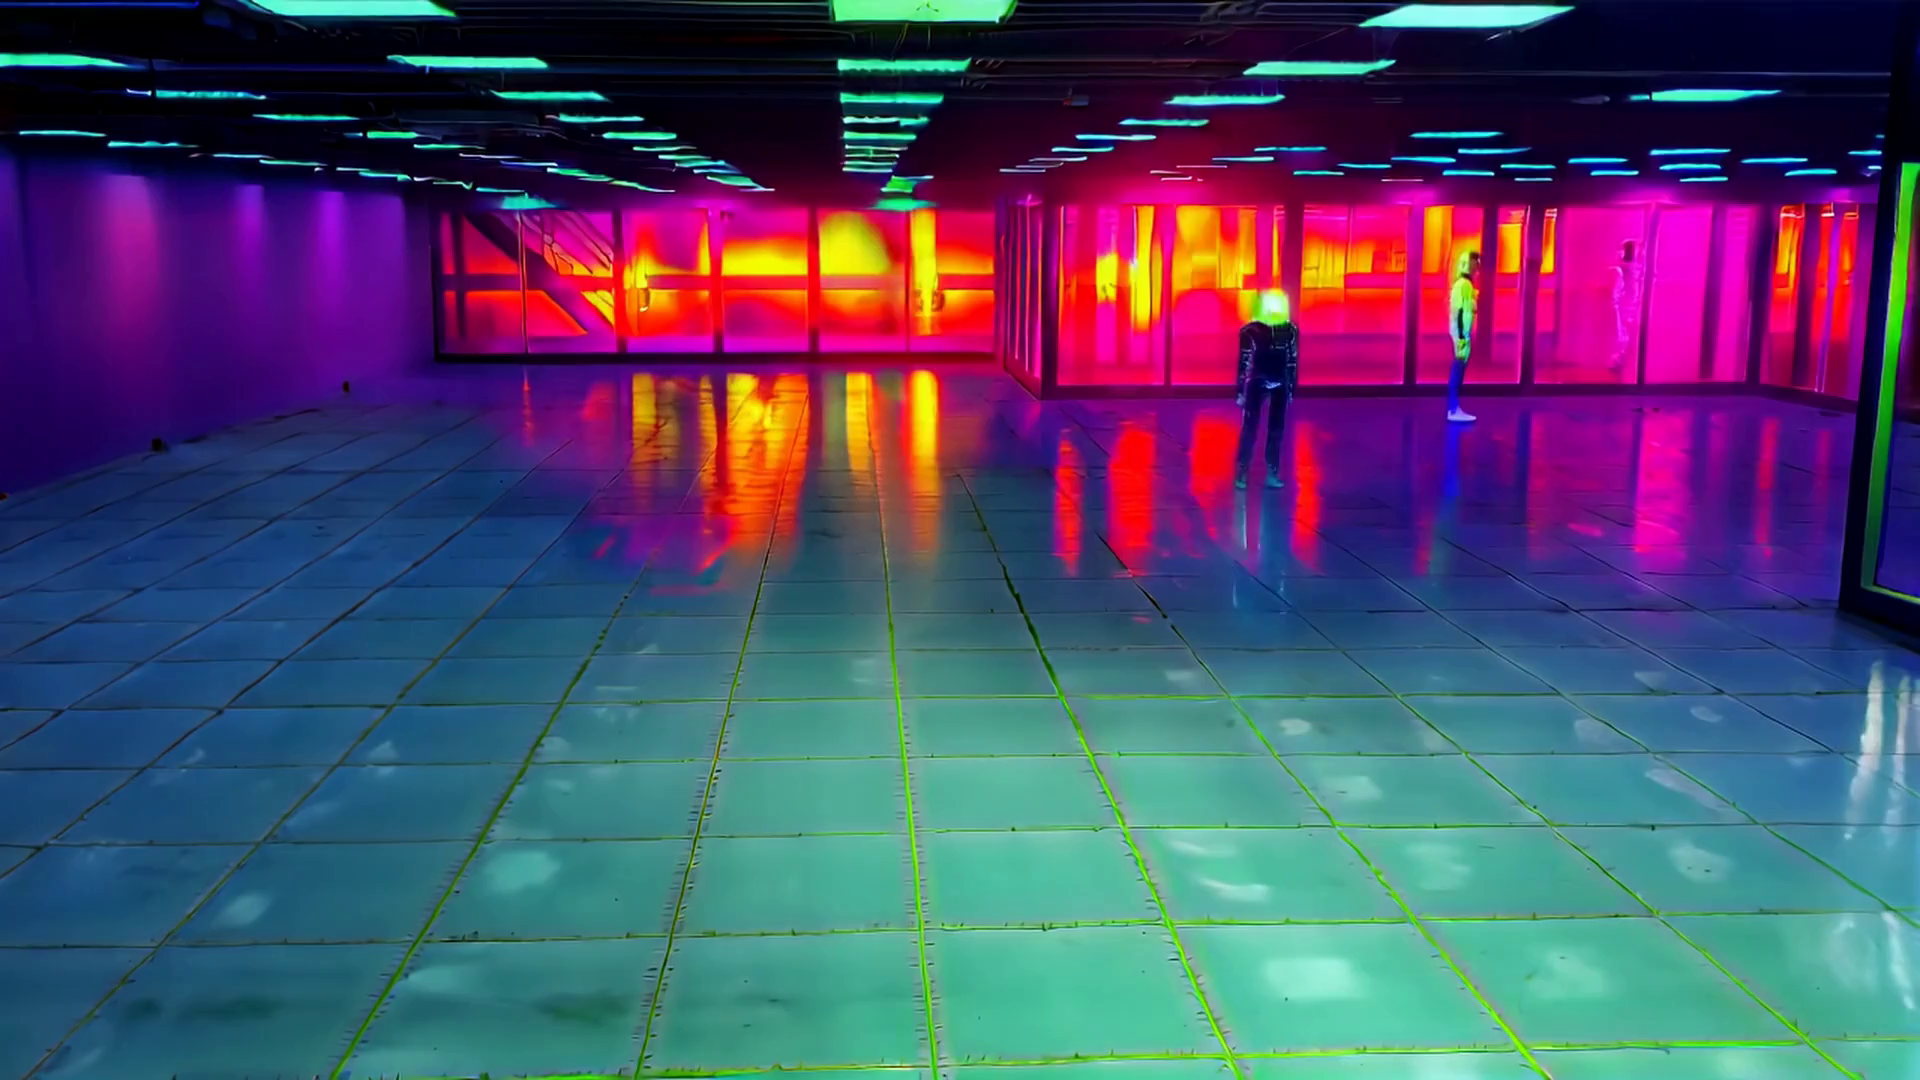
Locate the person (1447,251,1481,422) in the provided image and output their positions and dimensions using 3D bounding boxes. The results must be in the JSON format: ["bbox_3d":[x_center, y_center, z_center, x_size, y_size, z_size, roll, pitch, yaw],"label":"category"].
[{"bbox_3d":[5.575,-2.238,18.361,0.328,1.873,0.520,4,11,21],"label":"person"}]

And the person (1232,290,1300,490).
[{"bbox_3d":[2.459,-1.207,13.492,0.607,1.621,0.291,-2,11,-9],"label":"person"}]
